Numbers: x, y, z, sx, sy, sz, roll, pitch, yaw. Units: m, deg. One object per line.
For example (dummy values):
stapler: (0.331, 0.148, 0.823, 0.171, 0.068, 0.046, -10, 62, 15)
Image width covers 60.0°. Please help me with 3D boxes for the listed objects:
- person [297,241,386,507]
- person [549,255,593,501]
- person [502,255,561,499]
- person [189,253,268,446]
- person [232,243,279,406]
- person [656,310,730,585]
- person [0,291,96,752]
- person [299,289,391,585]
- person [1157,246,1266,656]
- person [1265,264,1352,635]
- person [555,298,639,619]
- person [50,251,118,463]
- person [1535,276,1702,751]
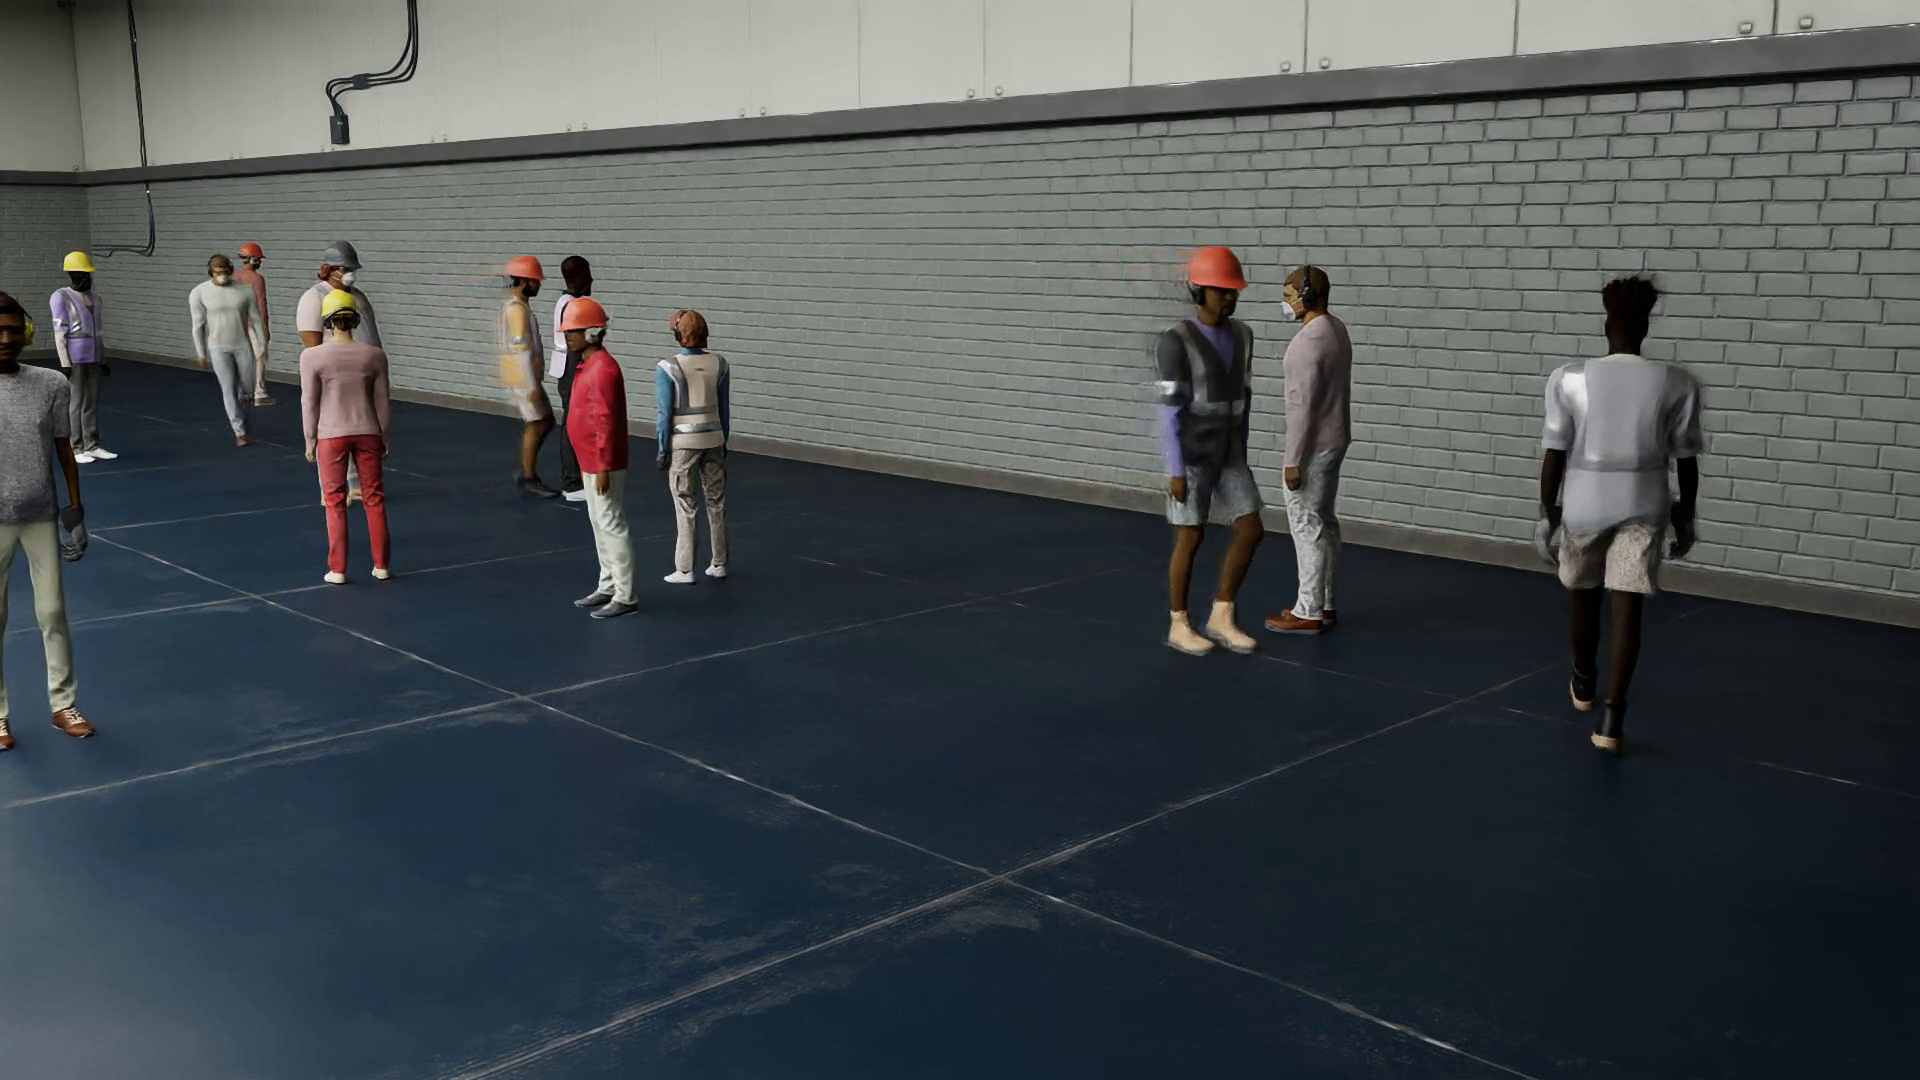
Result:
person: (-4.713, -1.282, 12.837, 0.536, 2.000, 0.688, 4, 11, 20)
person: (-3.038, -1.270, 13.102, 0.394, 1.920, 0.587, -3, 11, -15)
person: (-3.379, -1.270, 13.079, 0.403, 1.920, 0.584, -3, 11, -14)
person: (-7.277, -1.897, 16.556, 0.686, 1.904, 0.665, -6, 12, -31)
person: (-8.659, -2.641, 20.406, 0.617, 1.985, 0.408, 8, 13, 36)
person: (-1.583, -0.548, 9.928, 0.513, 1.641, 0.307, -10, 14, -43)
person: (-3.832, -0.074, 6.759, 0.507, 1.861, 0.328, -8, 13, -39)
person: (-3.665, -0.612, 9.960, 0.518, 1.756, 0.342, -8, 13, -38)
person: (1.262, -0.410, 8.128, 0.631, 2.019, 0.617, -7, 13, -35)
person: (1.838, -0.462, 8.680, 0.376, 1.930, 0.639, 6, 12, 28)
person: (-2.005, -0.449, 9.110, 0.363, 1.742, 0.564, -5, 11, -25)
person: (-8.055, -1.678, 15.305, 0.387, 1.927, 0.589, 2, 11, 10)
person: (2.737, -0.131, 6.922, 0.625, 1.911, 1.025, 4, 11, 20)
